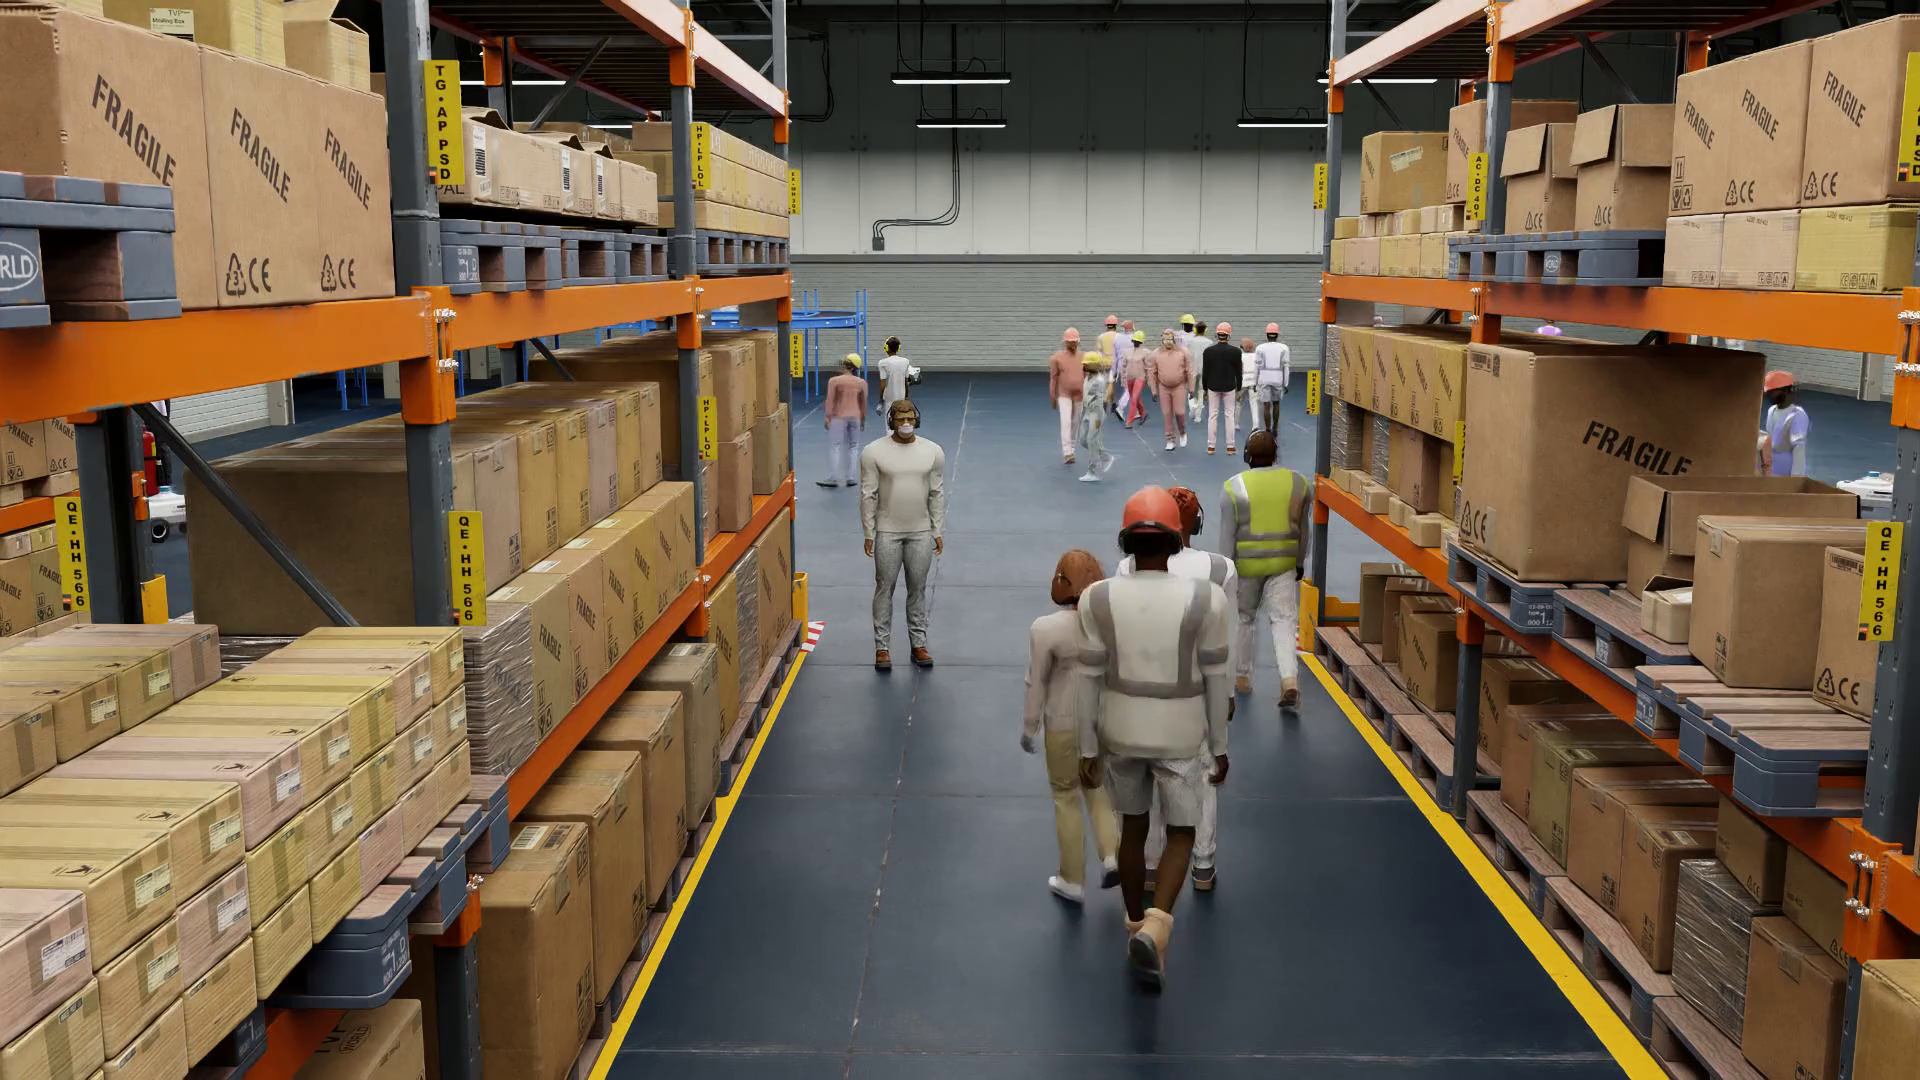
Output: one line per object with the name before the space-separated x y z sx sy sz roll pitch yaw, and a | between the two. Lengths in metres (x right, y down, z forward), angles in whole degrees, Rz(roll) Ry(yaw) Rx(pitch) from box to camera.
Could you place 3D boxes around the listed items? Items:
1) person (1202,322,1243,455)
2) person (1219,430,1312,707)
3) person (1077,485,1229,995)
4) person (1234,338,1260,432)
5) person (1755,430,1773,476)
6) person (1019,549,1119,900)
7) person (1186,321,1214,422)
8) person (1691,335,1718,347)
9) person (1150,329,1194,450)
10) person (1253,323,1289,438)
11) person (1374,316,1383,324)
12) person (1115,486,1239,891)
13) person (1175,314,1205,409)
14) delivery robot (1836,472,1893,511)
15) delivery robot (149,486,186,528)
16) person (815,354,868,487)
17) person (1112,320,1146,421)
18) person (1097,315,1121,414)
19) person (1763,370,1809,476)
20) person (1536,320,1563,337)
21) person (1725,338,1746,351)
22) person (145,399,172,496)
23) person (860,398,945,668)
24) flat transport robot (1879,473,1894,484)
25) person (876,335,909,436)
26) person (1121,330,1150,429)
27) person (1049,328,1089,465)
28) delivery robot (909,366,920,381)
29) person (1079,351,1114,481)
person | 3.985 -2.302 25.271 0.617 1.994 0.381 2 10 14
person | 2.021 0.178 11.005 0.635 1.812 0.914 0 9 -3
person | 0.752 0.796 6.637 0.621 2.024 0.738 3 10 18
person | 4.943 -2.659 28.577 0.503 1.600 0.849 -1 10 -7
person | 7.200 -0.467 15.360 0.547 1.622 0.402 3 10 15
person | 0.526 0.842 7.538 0.508 1.623 0.361 -4 10 -22
person | 4.319 -3.045 30.192 0.549 1.836 0.603 2 10 11
person | 15.164 -3.669 33.966 0.557 1.820 0.706 4 10 24
person | 3.272 -2.327 25.785 0.682 1.875 0.423 3 10 18
person | 5.100 -2.609 27.350 0.564 1.907 0.776 1 9 4
person | 7.782 -3.228 31.116 0.685 1.892 0.478 9 13 43
person | 0.994 0.686 7.701 0.584 1.882 0.337 0 9 -1
person | 4.501 -3.566 33.204 0.979 1.882 0.603 9 13 42
delivery robot | 10.320 -0.530 18.807 0.707 0.478 0.477 7 12 35
delivery robot | -8.406 -0.329 17.605 0.477 0.478 0.707 7 12 35
person | -1.552 -1.555 21.635 0.734 1.717 0.359 -4 10 -21
person | 3.112 -3.144 30.751 0.655 1.851 0.962 7 12 37
person | 2.906 -3.388 32.113 0.548 1.895 0.996 7 12 34
person | 7.687 -0.641 15.646 0.927 1.876 0.636 -1 10 -9
person | 12.351 -3.861 34.955 0.550 1.890 0.985 4 10 21
person | 16.551 -3.961 35.600 1.012 1.862 0.641 -3 10 -18
person | -10.143 -1.522 20.828 0.392 1.919 0.588 5 10 25
person | -0.406 -0.052 11.968 0.630 1.938 0.372 -3 10 -17
flat transport robot | 11.644 -0.666 20.754 0.652 0.197 1.431 8 13 41
person | -0.946 -1.957 23.573 0.518 1.874 0.329 -6 11 -32
person | 3.149 -2.857 29.433 0.527 1.721 0.861 6 11 33
person | 1.643 -2.056 23.937 0.618 1.944 1.008 -2 10 -12
delivery robot | -1.326 -4.019 39.708 0.707 0.478 0.477 4 10 23
person | 1.831 -1.659 22.226 0.508 1.731 0.494 -4 10 -22
